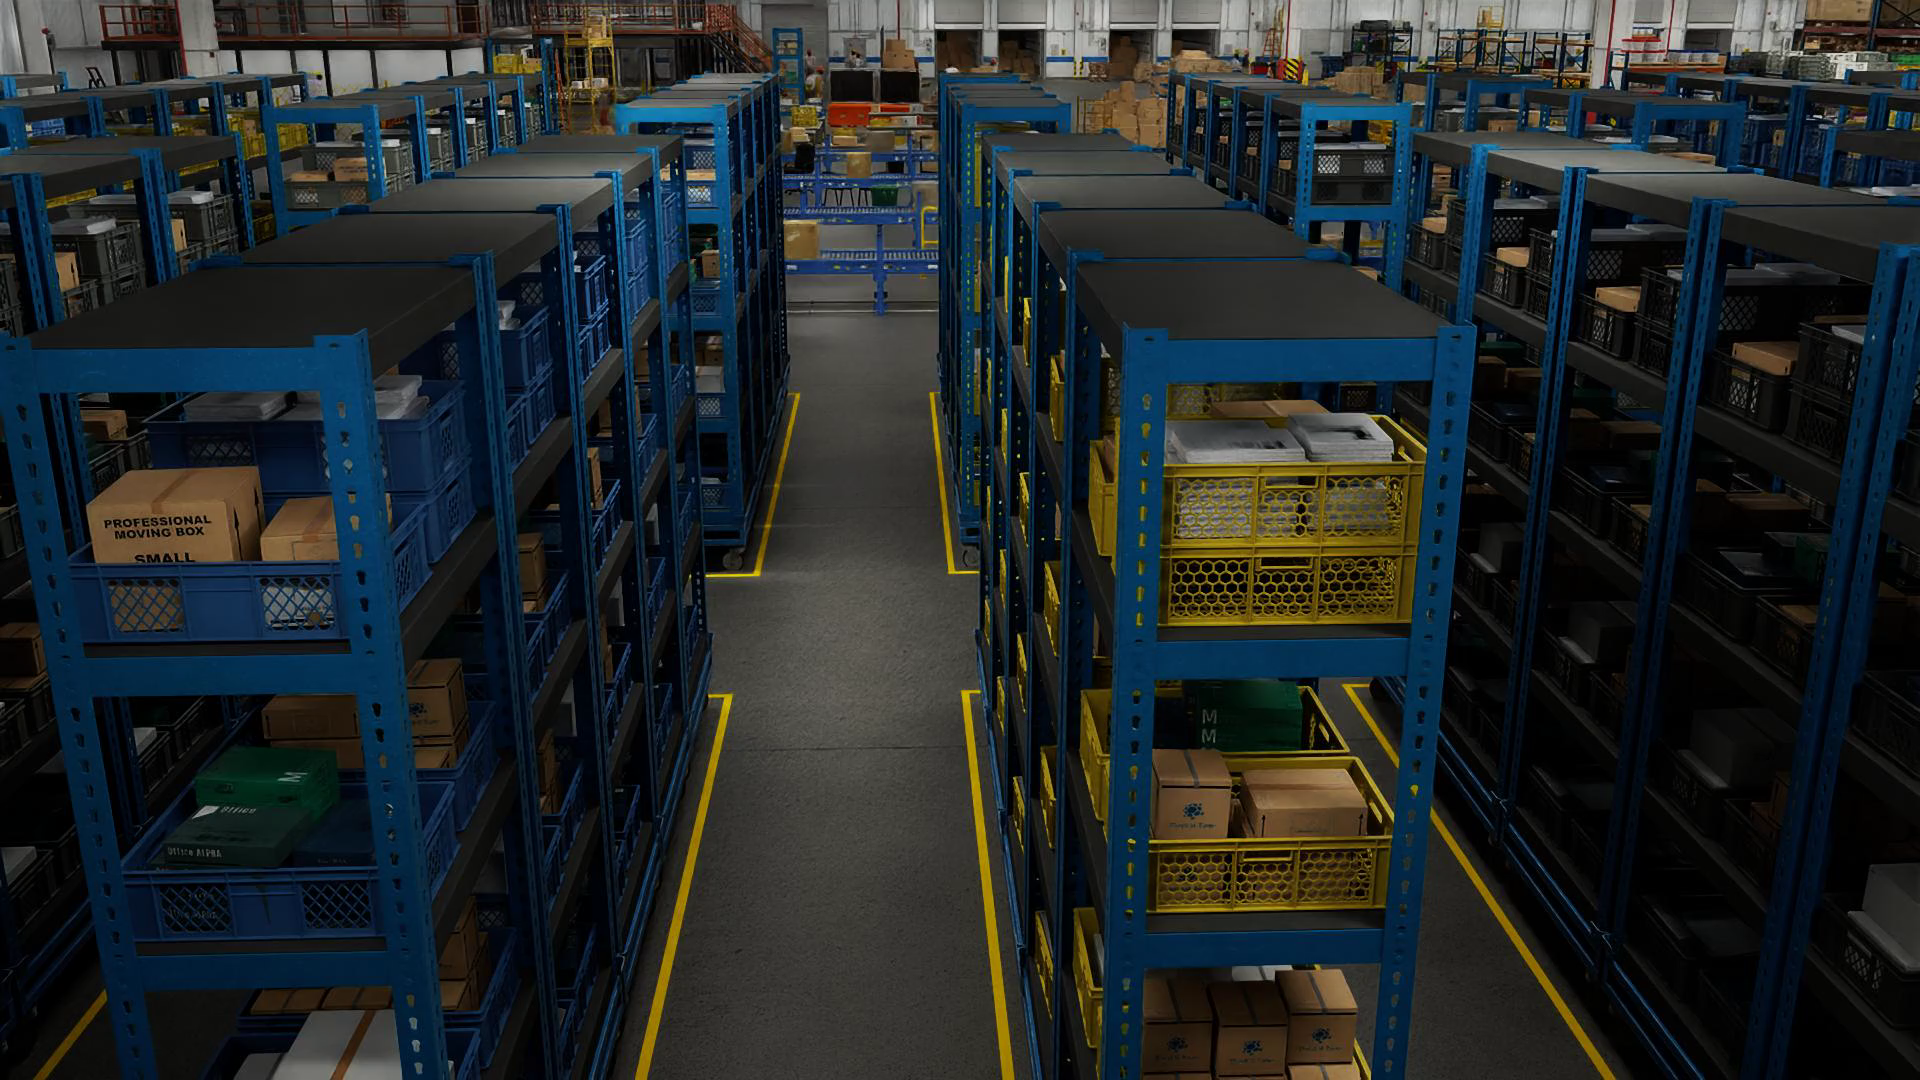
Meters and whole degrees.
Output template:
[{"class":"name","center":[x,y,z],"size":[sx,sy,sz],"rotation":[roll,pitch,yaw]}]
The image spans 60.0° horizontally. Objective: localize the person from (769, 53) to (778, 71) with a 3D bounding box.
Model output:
[{"class":"person","center":[-9.800,-25.026,88.423],"size":[0.863,1.806,0.656],"rotation":[-12,22,-34]}]

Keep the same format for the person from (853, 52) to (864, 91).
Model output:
[{"class":"person","center":[-5.166,-23.841,84.585],"size":[0.580,1.909,0.815],"rotation":[0,18,-1]}]

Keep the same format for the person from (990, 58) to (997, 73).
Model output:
[{"class":"person","center":[1.486,-19.871,72.183],"size":[1.056,1.983,0.612],"rotation":[-5,18,-14]}]

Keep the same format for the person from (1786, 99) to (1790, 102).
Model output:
[{"class":"person","center":[33.564,-18.046,66.692],"size":[0.893,1.880,0.615],"rotation":[10,20,28]}]

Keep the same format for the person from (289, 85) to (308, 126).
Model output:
[{"class":"person","center":[-22.974,-15.155,57.757],"size":[0.573,1.883,0.354],"rotation":[-13,22,-35]}]

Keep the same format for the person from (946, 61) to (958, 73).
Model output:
[{"class":"person","center":[-0.358,-19.361,70.725],"size":[0.731,1.912,0.612],"rotation":[-8,20,-24]}]

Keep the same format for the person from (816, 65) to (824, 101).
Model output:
[{"class":"person","center":[-5.479,-17.681,65.485],"size":[0.359,1.939,0.543],"rotation":[-3,18,-8]}]

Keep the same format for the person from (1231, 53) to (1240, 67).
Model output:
[{"class":"person","center":[14.104,-24.011,85.254],"size":[0.459,1.832,0.638],"rotation":[8,19,22]}]

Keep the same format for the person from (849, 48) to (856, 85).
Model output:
[{"class":"person","center":[-5.842,-25.825,90.705],"size":[0.384,1.925,0.593],"rotation":[5,19,16]}]

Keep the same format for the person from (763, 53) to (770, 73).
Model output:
[{"class":"person","center":[-10.377,-25.244,89.189],"size":[0.425,1.750,0.540],"rotation":[-15,23,-39]}]

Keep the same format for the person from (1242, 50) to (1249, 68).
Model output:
[{"class":"person","center":[14.791,-24.536,86.682],"size":[0.971,1.958,0.614],"rotation":[8,20,24]}]

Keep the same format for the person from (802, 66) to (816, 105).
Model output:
[{"class":"person","center":[-5.627,-17.030,63.307],"size":[0.781,2.000,0.691],"rotation":[4,18,13]}]

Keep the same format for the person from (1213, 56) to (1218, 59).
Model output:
[{"class":"person","center":[12.276,-22.246,79.739],"size":[0.578,1.853,0.530],"rotation":[-6,19,-17]}]

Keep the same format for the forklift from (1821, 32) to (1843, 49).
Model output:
[{"class":"forklift","center":[46.003,-25.465,88.067],"size":[1.129,2.768,1.873],"rotation":[-1,18,-2]}]

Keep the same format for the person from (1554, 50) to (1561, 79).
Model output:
[{"class":"person","center":[32.410,-25.596,90.085],"size":[0.407,1.870,0.617],"rotation":[-15,23,-40]}]

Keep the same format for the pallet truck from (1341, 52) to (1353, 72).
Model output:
[{"class":"pallet truck","center":[18.794,-23.123,82.231],"size":[0.823,1.965,1.885],"rotation":[-13,22,-35]}]

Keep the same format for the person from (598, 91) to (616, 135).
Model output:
[{"class":"person","center":[-11.787,-14.278,55.284],"size":[0.746,1.740,0.523],"rotation":[4,18,11]}]

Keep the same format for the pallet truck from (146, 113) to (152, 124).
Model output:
[{"class":"pallet truck","center":[-18.087,-8.309,36.390],"size":[1.885,1.965,0.823],"rotation":[-1,18,-4]}]

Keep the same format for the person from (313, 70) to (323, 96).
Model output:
[{"class":"person","center":[-24.246,-16.740,62.675],"size":[0.952,1.886,0.599],"rotation":[-2,18,-7]}]

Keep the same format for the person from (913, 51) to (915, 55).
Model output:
[{"class":"person","center":[-2.646,-26.882,94.364],"size":[0.570,1.677,0.541],"rotation":[-2,18,-5]}]

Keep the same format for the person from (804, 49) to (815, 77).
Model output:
[{"class":"person","center":[-7.857,-24.630,86.898],"size":[0.612,1.995,0.376],"rotation":[4,18,12]}]

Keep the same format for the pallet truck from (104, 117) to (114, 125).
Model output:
[{"class":"pallet truck","center":[-18.367,-7.885,35.078],"size":[1.885,1.965,0.823],"rotation":[1,18,2]}]
